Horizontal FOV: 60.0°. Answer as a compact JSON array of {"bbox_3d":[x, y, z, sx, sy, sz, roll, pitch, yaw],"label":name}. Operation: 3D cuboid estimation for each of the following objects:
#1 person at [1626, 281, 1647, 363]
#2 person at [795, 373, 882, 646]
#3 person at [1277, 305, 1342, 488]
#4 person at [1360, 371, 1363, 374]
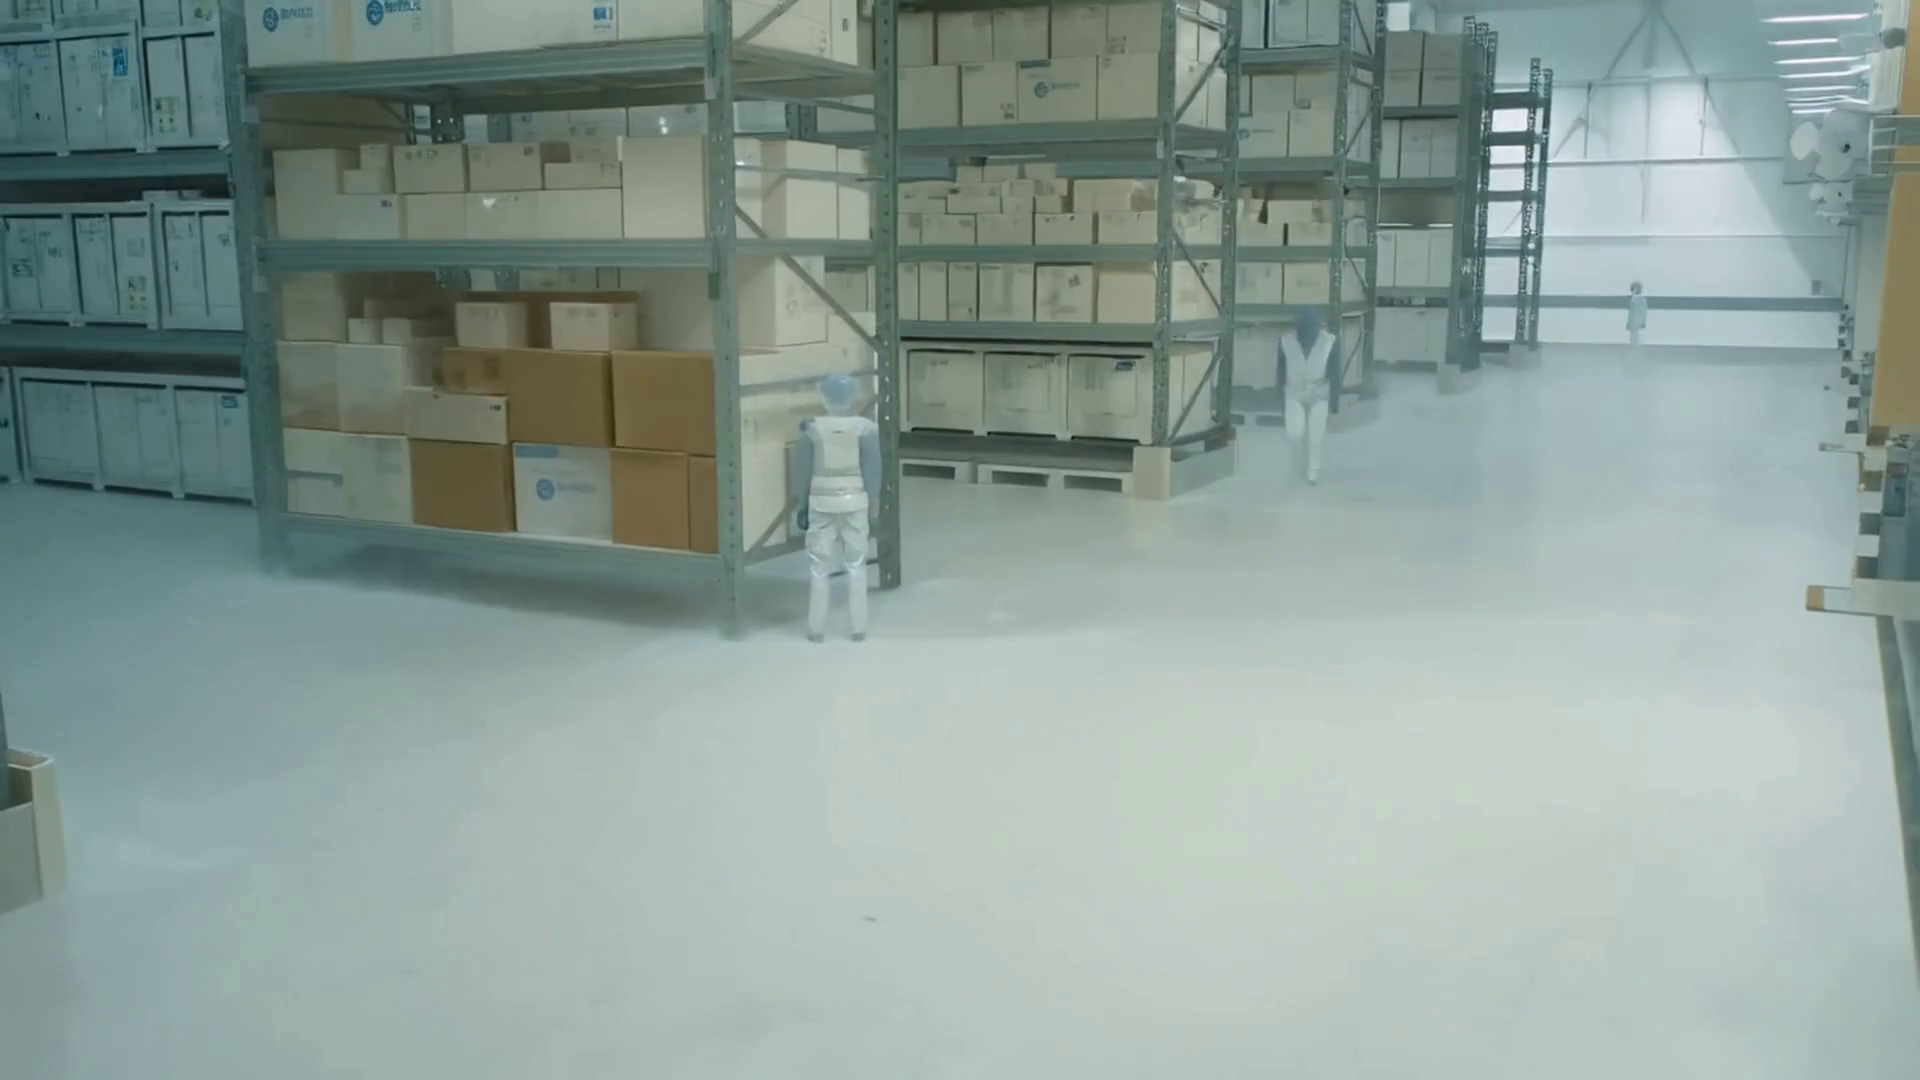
[{"bbox_3d":[14.310,-4.611,35.241,0.583,1.732,0.397,-8,13,-39],"label":"person"},{"bbox_3d":[-0.722,-0.177,9.891,0.519,1.631,0.315,-2,10,-12],"label":"person"},{"bbox_3d":[3.442,-1.400,16.440,0.641,1.820,0.546,3,10,15],"label":"person"},{"bbox_3d":[7.453,-4.111,31.962,1.057,1.883,0.545,6,11,31],"label":"person"}]
